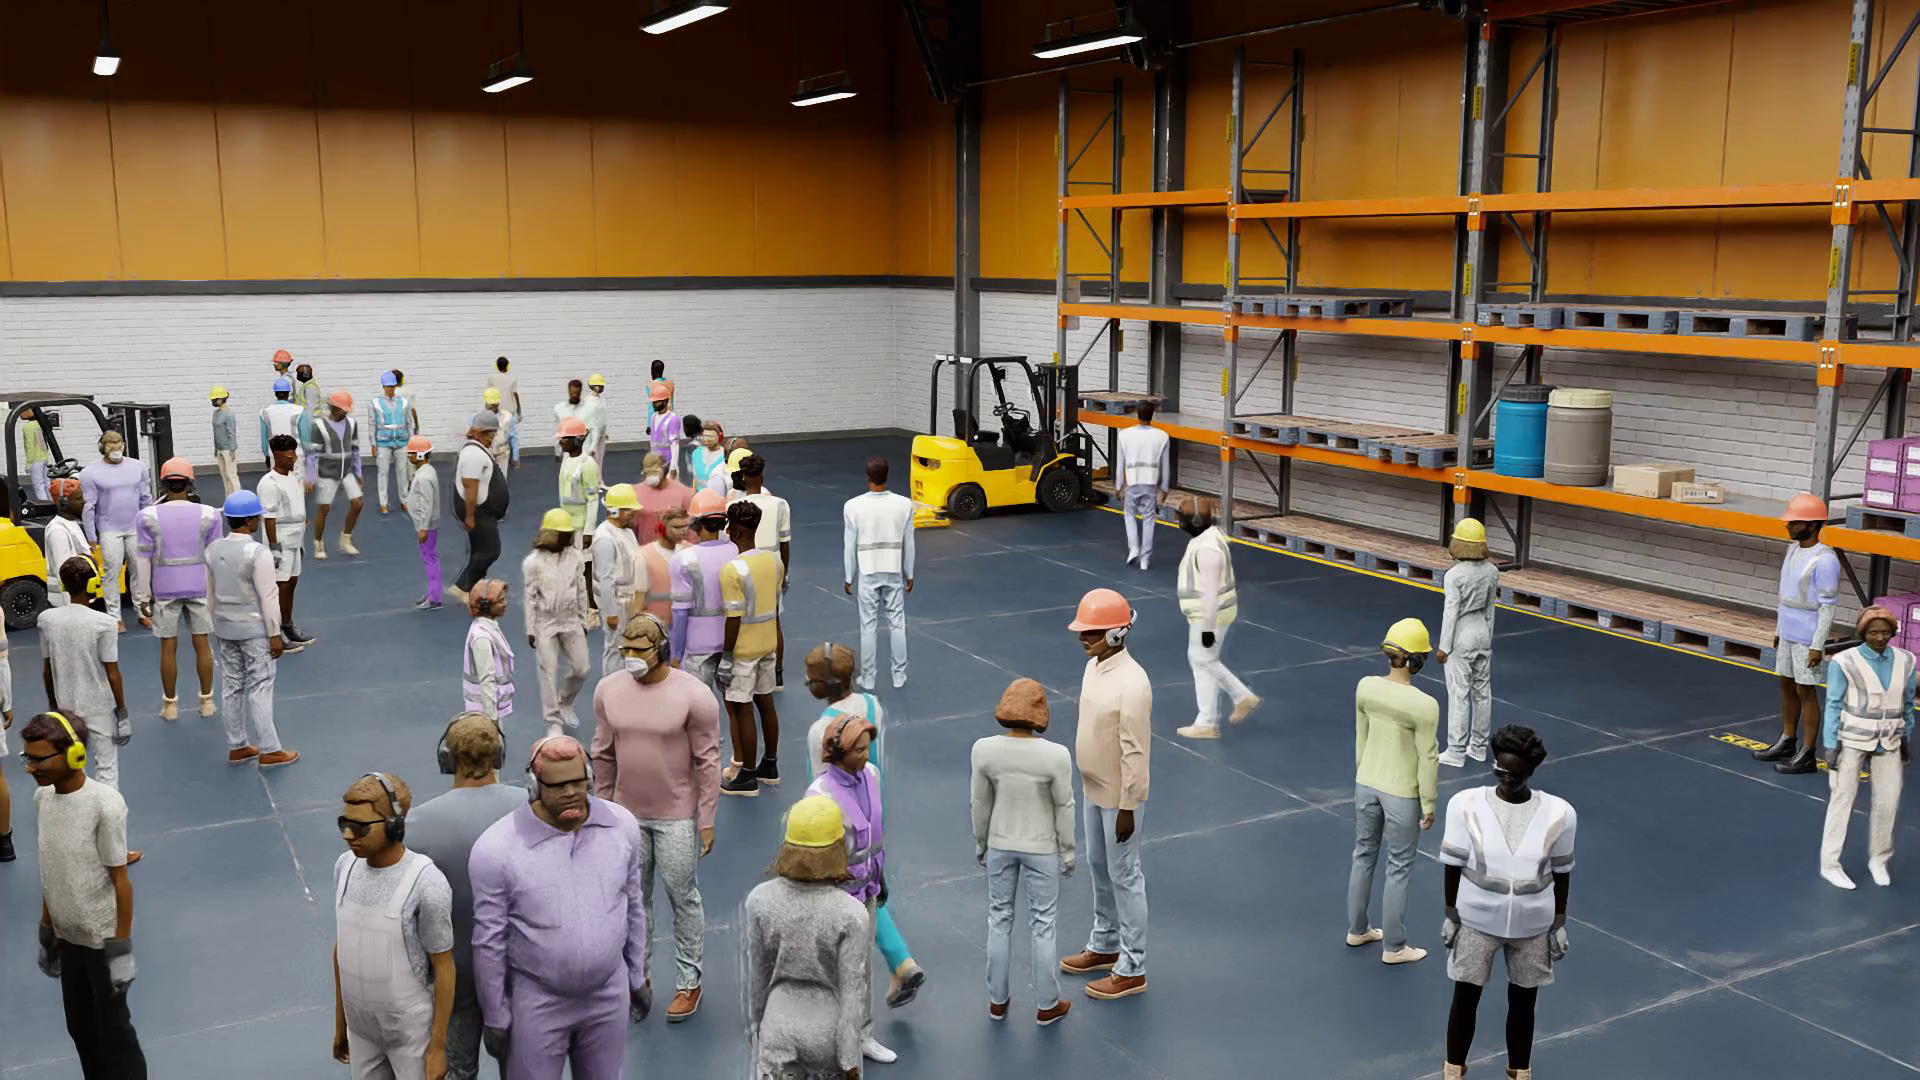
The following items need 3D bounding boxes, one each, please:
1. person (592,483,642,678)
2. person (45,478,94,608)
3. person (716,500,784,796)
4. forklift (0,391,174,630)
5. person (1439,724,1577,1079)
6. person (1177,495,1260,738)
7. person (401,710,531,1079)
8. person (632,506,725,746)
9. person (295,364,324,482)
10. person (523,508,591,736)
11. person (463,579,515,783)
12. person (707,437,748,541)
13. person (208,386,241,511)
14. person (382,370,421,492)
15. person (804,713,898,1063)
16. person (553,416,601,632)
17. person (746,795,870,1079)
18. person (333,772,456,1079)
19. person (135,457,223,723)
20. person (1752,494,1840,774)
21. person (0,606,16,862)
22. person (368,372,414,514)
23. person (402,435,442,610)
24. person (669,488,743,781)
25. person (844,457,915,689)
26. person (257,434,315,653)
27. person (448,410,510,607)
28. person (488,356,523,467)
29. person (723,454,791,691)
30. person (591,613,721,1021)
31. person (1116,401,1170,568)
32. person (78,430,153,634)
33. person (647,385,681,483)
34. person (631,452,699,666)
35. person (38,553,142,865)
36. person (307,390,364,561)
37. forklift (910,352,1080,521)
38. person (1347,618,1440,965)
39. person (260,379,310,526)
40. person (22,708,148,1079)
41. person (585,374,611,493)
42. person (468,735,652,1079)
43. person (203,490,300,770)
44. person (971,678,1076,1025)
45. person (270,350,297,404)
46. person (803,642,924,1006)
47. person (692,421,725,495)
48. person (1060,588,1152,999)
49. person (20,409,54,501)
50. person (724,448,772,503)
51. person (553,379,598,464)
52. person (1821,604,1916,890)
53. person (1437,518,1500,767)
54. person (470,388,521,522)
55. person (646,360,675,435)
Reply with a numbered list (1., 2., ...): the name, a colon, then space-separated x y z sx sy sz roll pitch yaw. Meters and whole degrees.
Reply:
1. person: -2.617 0.468 12.815 0.403 1.821 0.601 1 10 5
2. person: -6.726 0.466 12.633 0.345 1.882 0.584 -4 11 -23
3. person: -1.401 0.707 11.003 0.361 1.964 0.613 5 11 26
4. forklift: -9.026 -0.363 16.508 1.214 2.155 2.313 6 11 29
5. person: 2.235 1.568 6.830 0.536 1.694 0.322 2 10 11
6. person: 1.888 0.569 12.254 0.590 1.820 0.640 1 10 4
7. person: -1.754 1.575 6.129 0.634 1.930 0.384 -5 11 -28
8. person: -2.134 0.632 11.999 0.820 1.783 0.595 7 12 35
9. person: -10.172 -1.833 26.008 0.430 1.838 0.625 -4 11 -22
10. person: -2.961 0.622 12.204 0.506 1.738 0.369 -7 12 -36
11. person: -2.831 1.042 10.025 0.310 1.636 0.522 -3 10 -15
12. person: -2.143 -0.072 15.898 0.429 1.831 0.631 5 11 25
13. person: -10.085 -1.234 22.796 0.528 1.761 0.339 9 13 43
14. person: -8.384 -1.644 24.991 0.531 1.809 1.004 -3 10 -19
15. person: -0.495 1.538 7.192 0.320 1.631 0.523 6 11 30
16. person: -3.626 -0.149 15.715 0.372 2.044 0.607 -8 13 -39
17. person: -0.561 1.744 5.825 0.500 1.702 0.897 3 10 18
18. person: -1.953 1.687 5.713 0.507 1.846 0.345 5 11 25
19. person: -5.947 0.378 12.728 0.619 2.029 0.410 -6 11 -29
20. person: 5.767 0.643 11.455 0.360 1.936 0.552 0 10 -1
21. person: -5.807 0.964 9.647 0.550 1.925 0.390 -9 13 -42
22. person: -7.788 -1.332 22.798 0.605 1.948 0.391 -7 12 -33
23. person: -5.389 -0.177 16.708 0.330 1.751 0.563 -3 10 -18
24. person: -1.645 0.673 10.981 0.607 2.044 0.376 -7 12 -37
25. person: -0.659 0.275 13.639 0.589 1.918 0.392 -2 10 -11
26. person: -6.073 0.019 14.970 0.363 1.962 0.612 0 10 -1
27. person: -4.784 -0.310 16.645 0.544 2.000 0.721 -2 10 -14
28. person: -7.552 -2.129 27.653 0.533 1.854 0.367 1 10 4
29. person: -1.657 0.280 13.466 0.618 1.963 0.361 -7 12 -34
30. person: -1.423 1.283 7.772 0.635 1.937 0.352 3 10 16
31. person: 2.080 -0.627 18.868 0.617 1.900 0.455 1 10 4
32. person: -7.909 -0.078 15.657 0.387 1.928 0.638 9 13 41
33. person: -3.706 -0.971 20.779 0.387 1.930 0.545 -9 14 -43
34. person: -2.565 0.181 14.317 0.639 1.882 0.981 -2 10 -9
35. person: -5.041 1.002 9.621 0.506 1.864 0.332 2 10 10
36. person: -7.273 -0.754 19.357 0.623 1.983 0.726 7 12 36
37. forklift: 0.460 -1.461 22.833 2.313 2.155 1.214 -5 11 -28
38. person: 2.212 1.260 8.428 0.348 1.756 0.518 -7 12 -35
39. person: -8.774 -1.129 21.668 0.604 1.939 0.415 -1 10 -4
40. person: -3.392 1.555 6.450 0.523 1.858 0.337 5 11 29
41. person: -5.407 -1.594 24.832 0.309 1.769 0.523 3 10 15
42. person: -1.398 1.618 5.938 0.651 1.906 0.403 -7 12 -36
43. person: -4.946 0.620 11.555 0.605 1.949 0.402 5 11 26
44. person: 0.296 1.441 7.734 0.499 1.633 0.278 3 10 19
45. person: -10.585 -1.959 26.123 0.364 2.048 0.611 -4 11 -22
46. person: -0.532 1.346 7.798 0.730 1.807 0.541 8 12 37
47. person: -2.542 -0.332 17.378 0.575 1.833 0.392 6 11 29
48. person: 0.714 1.211 8.064 0.400 1.986 0.602 -3 10 -18
49. person: -12.160 -1.018 21.898 0.276 1.631 0.507 -1 10 -3
50. person: -1.821 0.165 14.283 0.581 1.919 0.393 9 14 43
51. person: -5.131 -1.204 22.211 0.607 1.894 0.461 -1 10 -3
52. person: 5.110 1.158 9.385 0.527 1.628 0.319 -1 10 -4
53. person: 3.527 0.711 11.625 0.484 1.744 0.295 -6 11 -31
54. person: -6.098 -1.090 21.835 0.630 1.791 0.769 -4 11 -21
55. person: -4.632 -1.827 25.736 0.391 1.920 0.593 5 11 25
